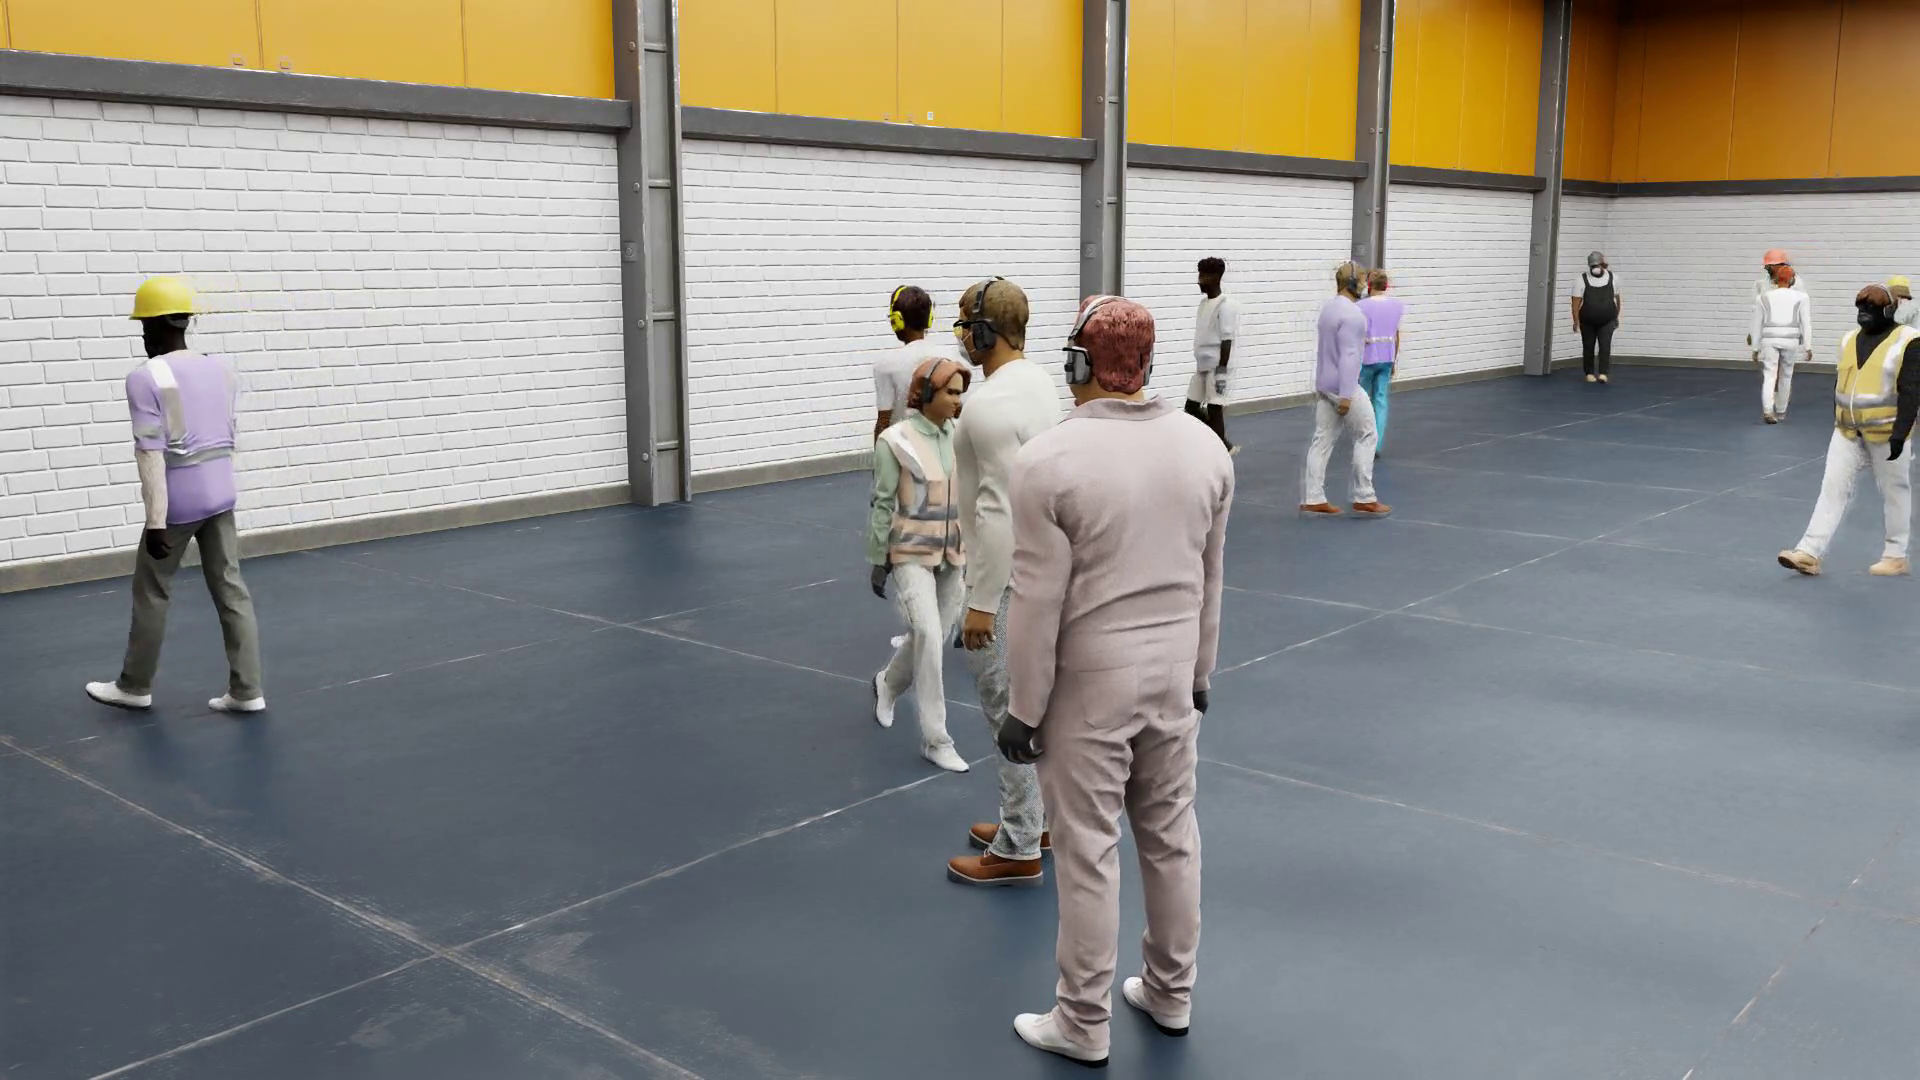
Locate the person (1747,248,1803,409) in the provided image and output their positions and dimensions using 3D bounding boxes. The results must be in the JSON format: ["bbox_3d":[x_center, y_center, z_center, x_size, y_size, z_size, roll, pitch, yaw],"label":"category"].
[{"bbox_3d":[10.212,-2.641,20.870,0.454,2.020,0.651,-7,12,-35],"label":"person"}]

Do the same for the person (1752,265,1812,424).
[{"bbox_3d":[9.537,-2.266,19.310,0.638,1.837,0.991,5,11,26],"label":"person"}]

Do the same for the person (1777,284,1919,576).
[{"bbox_3d":[5.525,-0.650,10.163,0.940,1.791,0.640,-5,11,-25],"label":"person"}]

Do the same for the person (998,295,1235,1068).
[{"bbox_3d":[0.363,0.353,4.154,0.643,1.910,0.399,-6,12,-31],"label":"person"}]

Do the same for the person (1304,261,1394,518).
[{"bbox_3d":[2.954,-1.110,12.434,0.800,1.912,0.646,-1,10,-8],"label":"person"}]

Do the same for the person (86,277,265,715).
[{"bbox_3d":[-3.430,-0.174,7.192,0.873,1.890,0.606,4,11,20],"label":"person"}]

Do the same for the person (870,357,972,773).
[{"bbox_3d":[-0.158,0.062,6.682,0.531,1.609,0.769,-7,12,-36],"label":"person"}]

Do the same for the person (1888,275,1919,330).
[{"bbox_3d":[10.623,-2.149,18.932,0.532,1.712,0.568,1,10,4],"label":"person"}]

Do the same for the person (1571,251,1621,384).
[{"bbox_3d":[9.518,-3.352,24.866,0.738,2.000,0.960,2,10,14],"label":"person"}]

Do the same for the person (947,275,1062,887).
[{"bbox_3d":[0.151,0.137,5.297,0.351,1.936,0.634,3,10,15],"label":"person"}]

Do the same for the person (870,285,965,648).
[{"bbox_3d":[-0.161,-0.324,8.195,0.529,1.848,0.505,-6,12,-32],"label":"person"}]

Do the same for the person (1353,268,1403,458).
[{"bbox_3d":[3.997,-1.699,16.066,0.575,1.827,0.452,-3,10,-14],"label":"person"}]

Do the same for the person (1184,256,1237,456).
[{"bbox_3d":[2.241,-1.543,14.810,0.421,1.951,0.630,-3,10,-17],"label":"person"}]
